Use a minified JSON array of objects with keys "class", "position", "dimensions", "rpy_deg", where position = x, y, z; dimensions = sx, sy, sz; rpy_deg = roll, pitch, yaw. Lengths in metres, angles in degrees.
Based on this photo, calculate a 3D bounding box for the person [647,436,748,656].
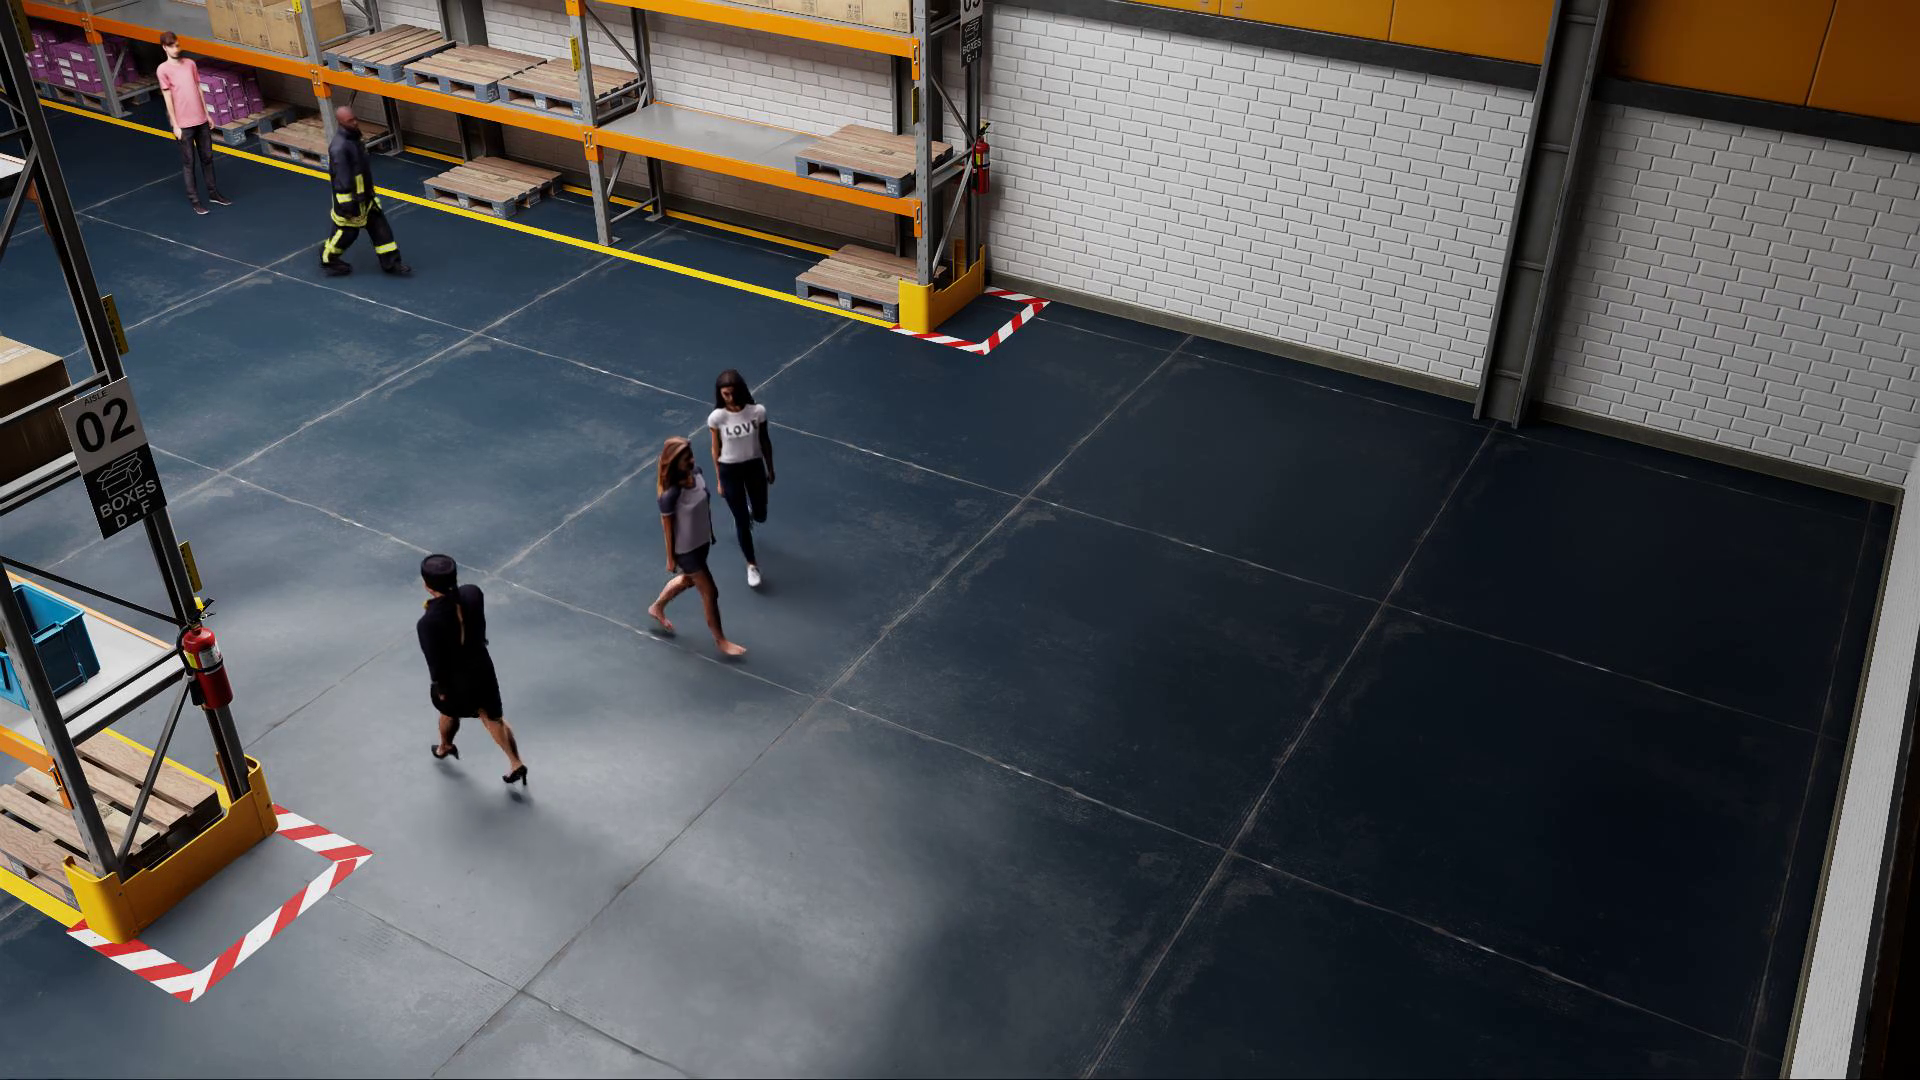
[{"class":"person","position":[-1.936,0.023,11.494],"dimensions":[1.084,1.693,0.706],"rpy_deg":[13,36,18]}]

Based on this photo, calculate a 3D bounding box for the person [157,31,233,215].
[{"class":"person","position":[-8.419,-4.578,18.175],"dimensions":[0.533,1.959,0.632],"rpy_deg":[19,38,26]}]

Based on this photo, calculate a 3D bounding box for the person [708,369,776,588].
[{"class":"person","position":[-1.610,-0.509,12.235],"dimensions":[0.946,1.757,1.022],"rpy_deg":[-14,36,-21]}]

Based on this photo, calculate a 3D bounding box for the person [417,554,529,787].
[{"class":"person","position":[-3.010,0.859,10.290],"dimensions":[1.073,1.632,0.730],"rpy_deg":[19,38,27]}]

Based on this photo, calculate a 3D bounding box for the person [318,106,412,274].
[{"class":"person","position":[-6.175,-3.471,16.674],"dimensions":[1.311,1.777,1.054],"rpy_deg":[2,34,2]}]
